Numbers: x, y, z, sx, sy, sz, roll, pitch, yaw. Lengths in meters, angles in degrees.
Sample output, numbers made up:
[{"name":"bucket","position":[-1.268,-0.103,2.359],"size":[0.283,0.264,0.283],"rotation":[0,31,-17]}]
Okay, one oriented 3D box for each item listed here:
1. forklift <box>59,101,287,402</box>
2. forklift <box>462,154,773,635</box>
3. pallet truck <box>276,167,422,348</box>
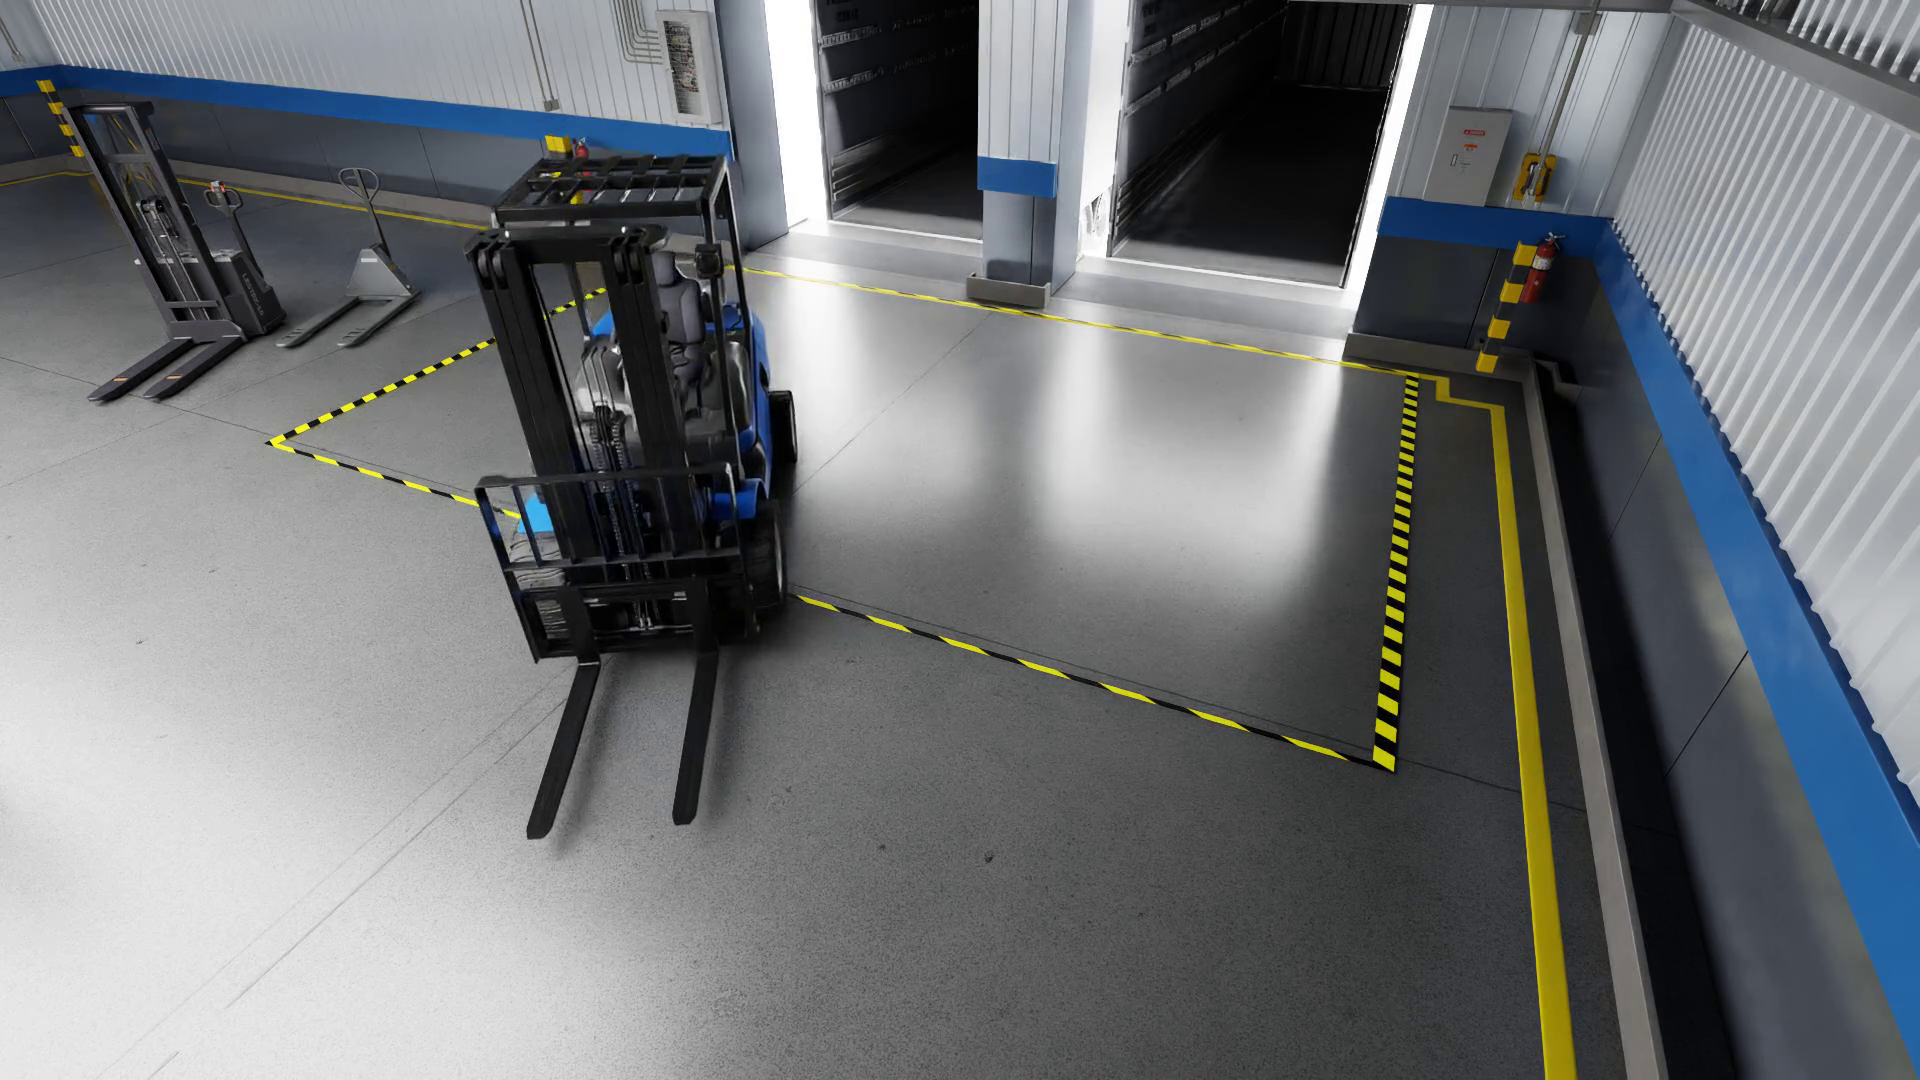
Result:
[{"name":"forklift","position":[-6.686,-2.387,7.434],"size":[0.823,1.965,1.885],"rotation":[-3,35,-5]},{"name":"forklift","position":[-1.732,-0.995,5.133],"size":[1.157,2.036,2.680],"rotation":[-4,35,-6]},{"name":"pallet truck","position":[-5.732,-2.611,8.414],"size":[0.680,1.201,1.601],"rotation":[-1,35,-1]}]
